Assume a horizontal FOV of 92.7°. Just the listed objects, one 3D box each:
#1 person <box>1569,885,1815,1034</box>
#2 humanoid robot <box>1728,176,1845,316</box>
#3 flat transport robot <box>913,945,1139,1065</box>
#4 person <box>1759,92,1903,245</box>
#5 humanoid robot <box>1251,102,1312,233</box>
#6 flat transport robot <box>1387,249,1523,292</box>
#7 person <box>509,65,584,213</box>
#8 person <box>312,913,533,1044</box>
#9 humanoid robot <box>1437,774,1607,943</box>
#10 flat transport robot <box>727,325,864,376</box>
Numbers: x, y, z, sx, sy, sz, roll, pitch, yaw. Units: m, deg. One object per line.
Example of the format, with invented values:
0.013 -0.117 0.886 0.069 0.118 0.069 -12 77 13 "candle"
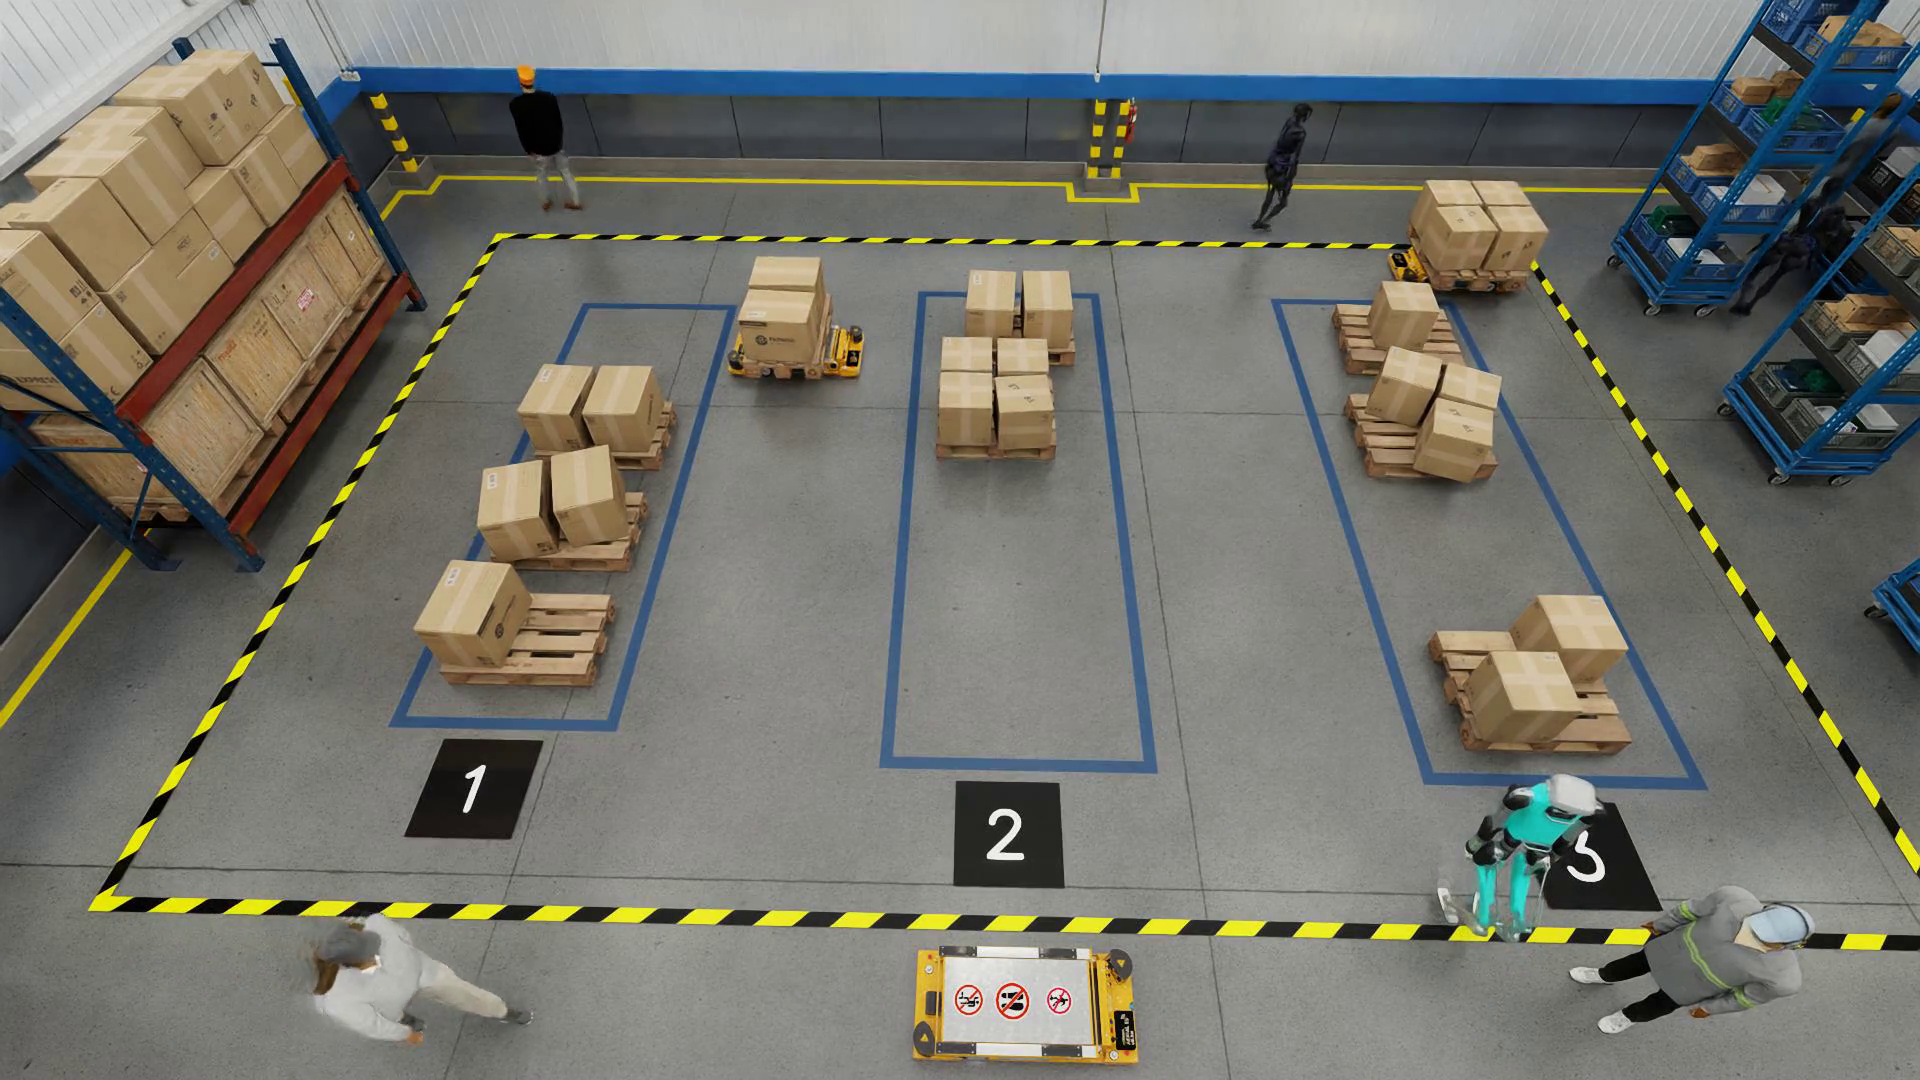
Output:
4.317 2.507 5.420 0.373 1.853 0.589 -6 51 -5 "person"
9.215 -3.209 10.190 0.616 1.639 0.454 24 55 18 "humanoid robot"
0.422 3.041 6.007 1.431 0.231 0.659 1 51 1 "flat transport robot"
10.472 -4.381 10.980 0.626 1.940 0.372 0 51 0 "person"
3.952 -4.582 11.316 0.354 1.644 0.585 -8 51 -6 "humanoid robot"
6.038 -3.312 11.168 1.431 0.197 0.652 1 51 1 "flat transport robot"
-5.232 -5.022 11.574 0.598 1.856 0.498 -29 56 -21 "person"
-3.317 2.636 5.402 0.958 1.708 0.564 9 51 7 "person"
3.480 2.117 5.725 0.533 1.677 0.735 10 51 8 "humanoid robot"
-1.816 -2.121 10.197 1.431 0.197 0.652 1 51 1 "flat transport robot"
